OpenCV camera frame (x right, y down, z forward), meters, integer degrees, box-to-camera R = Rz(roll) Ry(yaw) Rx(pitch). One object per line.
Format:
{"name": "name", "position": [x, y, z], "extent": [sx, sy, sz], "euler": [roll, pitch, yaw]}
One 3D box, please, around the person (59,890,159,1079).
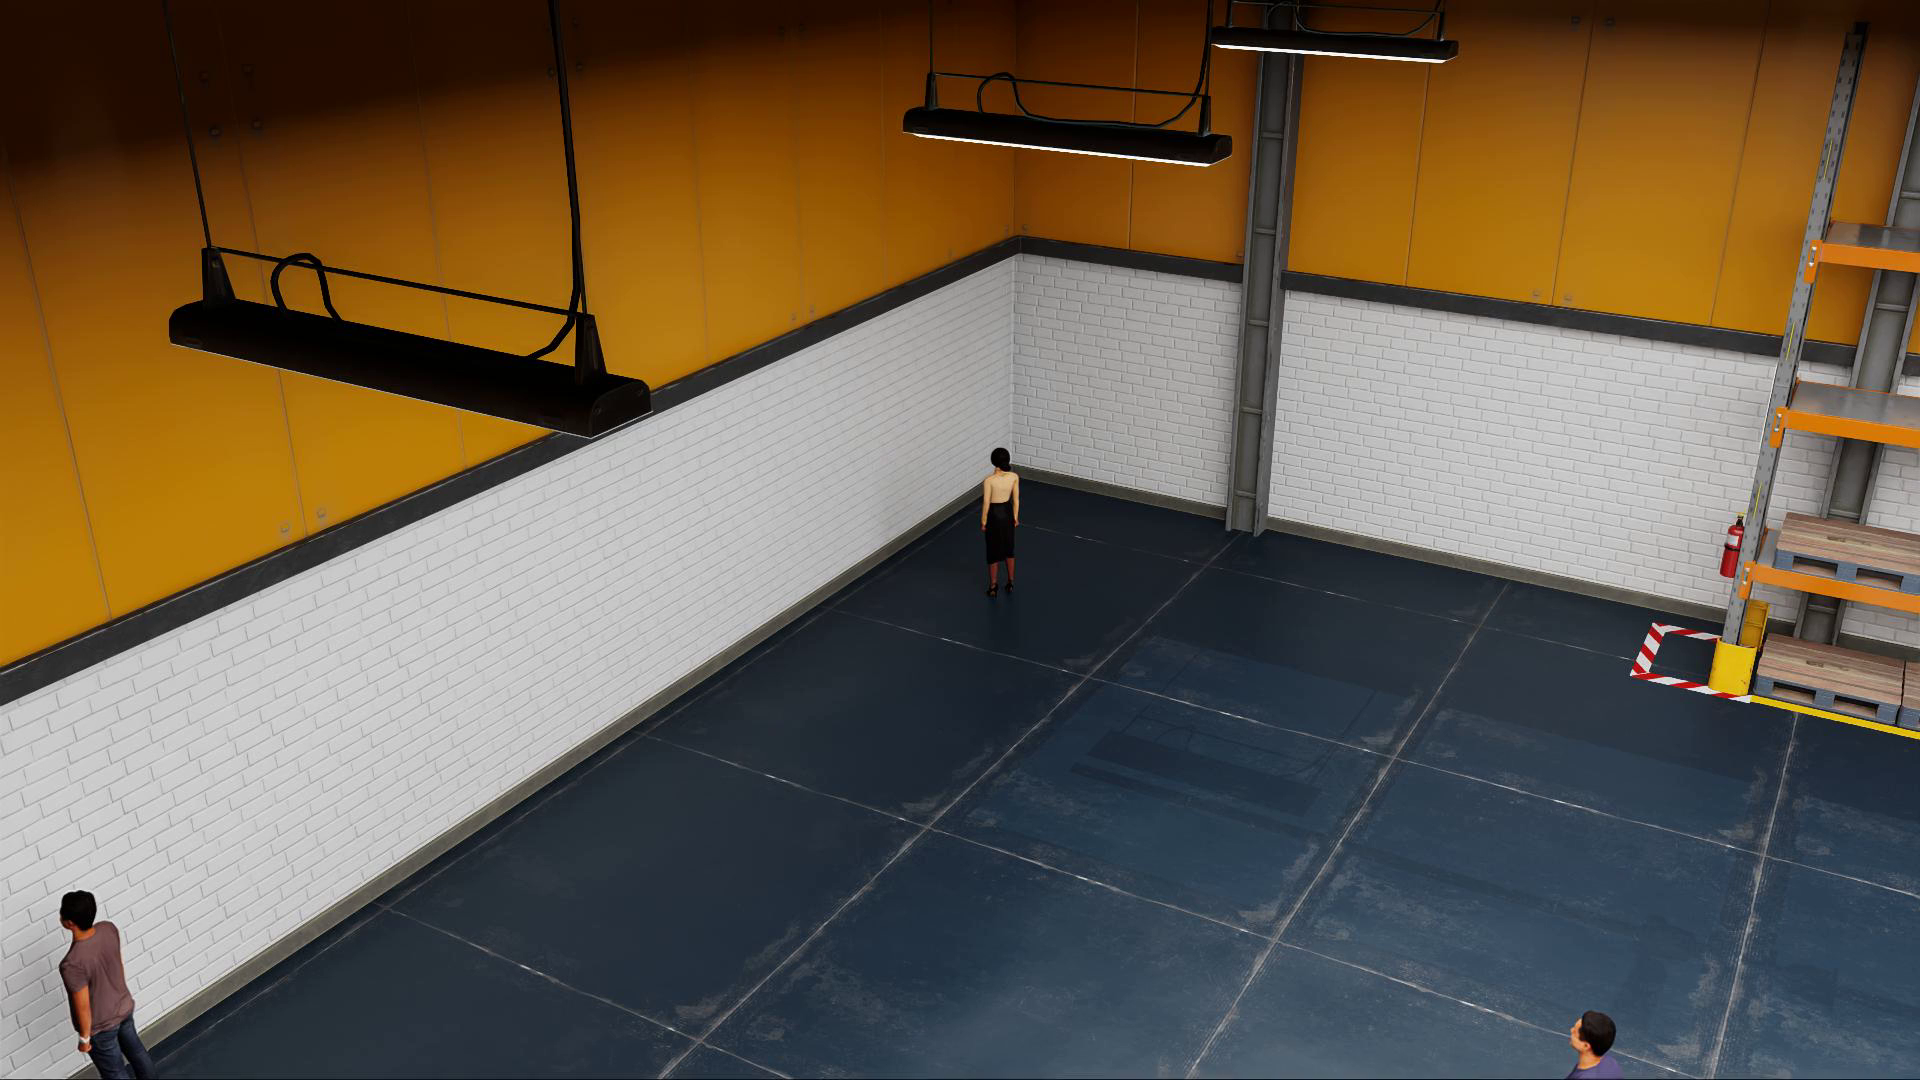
{"name": "person", "position": [-5.217, 2.904, 10.192], "extent": [0.670, 1.779, 0.692], "euler": [3, 24, 7]}

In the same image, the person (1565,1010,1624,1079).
{"name": "person", "position": [3.404, 3.346, 9.161], "extent": [0.575, 1.793, 0.670], "euler": [18, 29, 35]}

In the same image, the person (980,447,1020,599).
{"name": "person", "position": [0.415, -0.194, 17.434], "extent": [0.673, 1.653, 0.710], "euler": [-10, 25, -21]}
